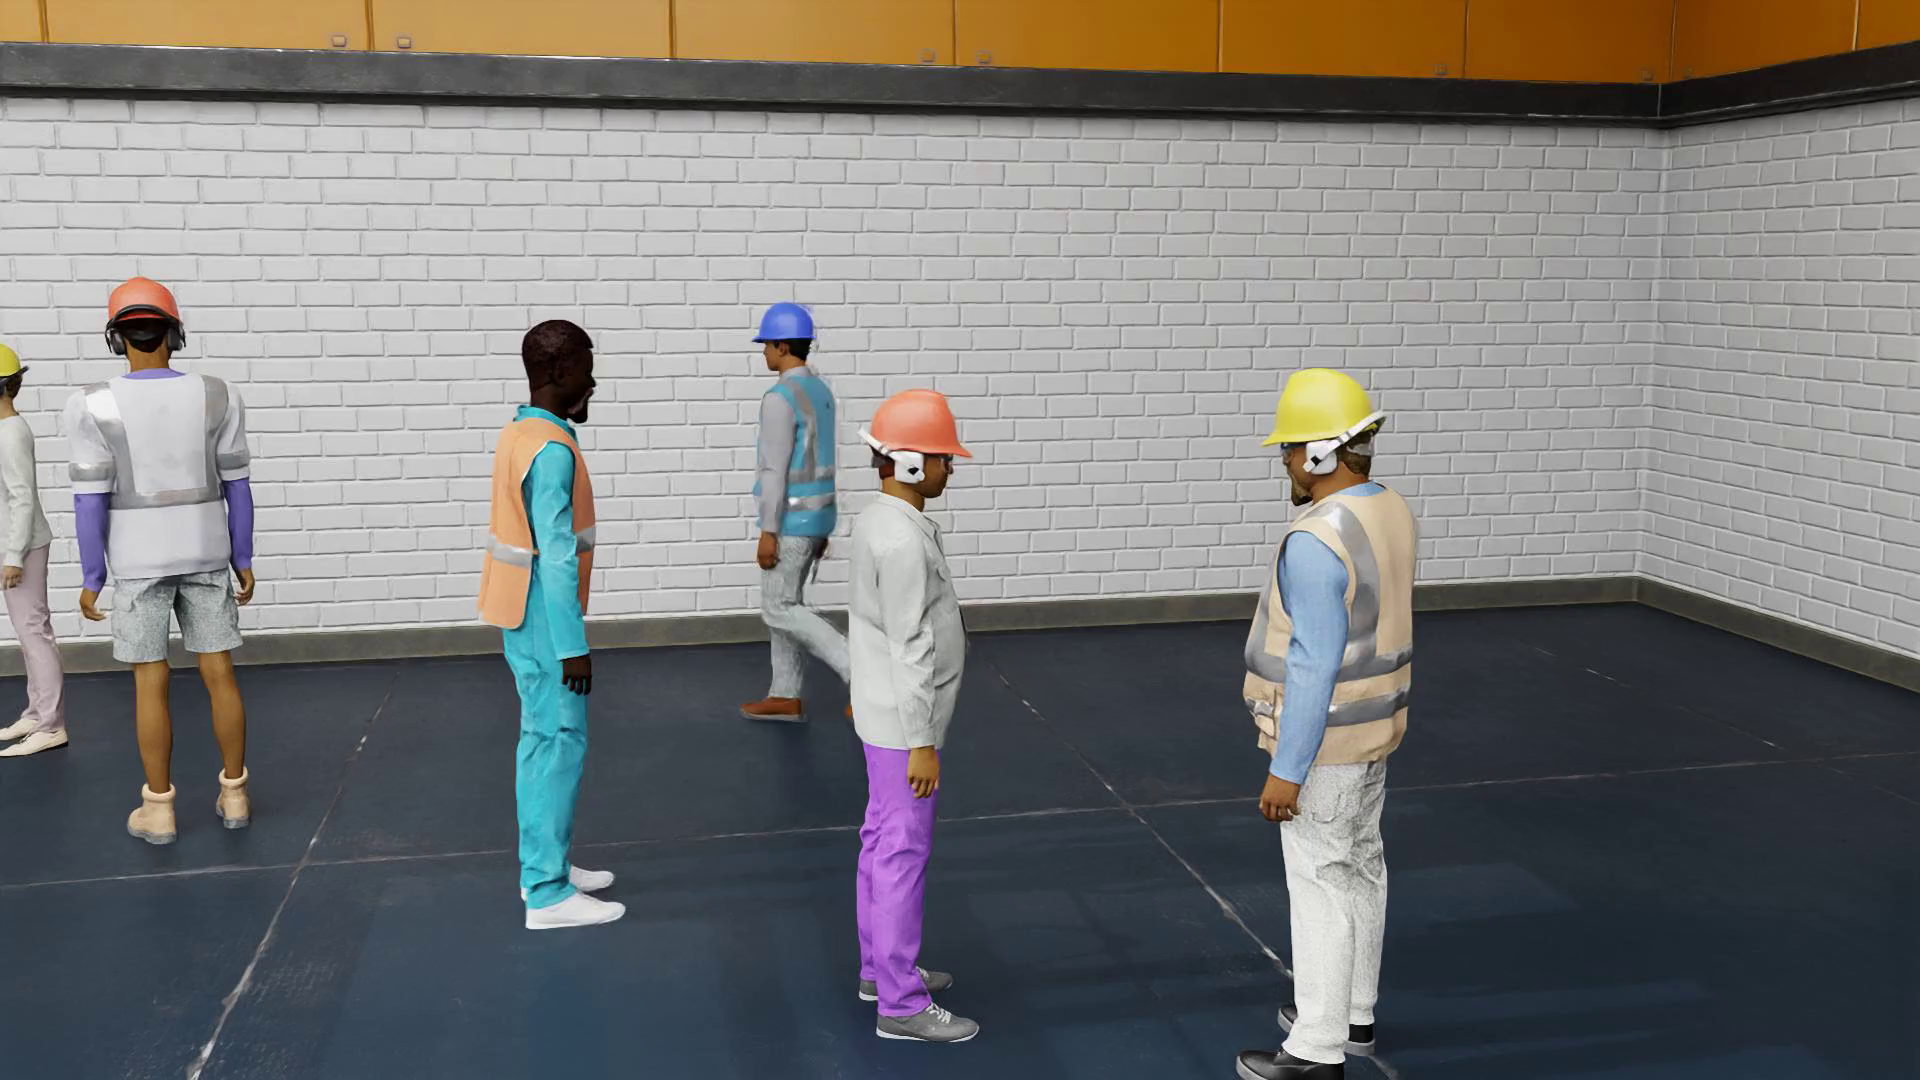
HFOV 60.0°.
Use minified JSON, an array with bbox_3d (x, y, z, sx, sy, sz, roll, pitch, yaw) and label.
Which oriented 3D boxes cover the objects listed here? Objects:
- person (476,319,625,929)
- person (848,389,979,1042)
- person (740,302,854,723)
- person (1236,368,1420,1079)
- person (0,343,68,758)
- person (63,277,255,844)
[{"bbox_3d":[-1.308,0.266,5.262,0.412,1.909,0.597,-4,10,-23],"label":"person"},{"bbox_3d":[-0.131,0.466,4.515,0.329,1.750,0.560,-2,9,-11],"label":"person"},{"bbox_3d":[-0.674,-0.095,7.412,0.658,1.921,0.610,2,10,13],"label":"person"},{"bbox_3d":[0.915,0.482,4.194,0.403,1.826,0.589,6,11,33],"label":"person"},{"bbox_3d":[-4.048,0.036,7.090,0.318,1.769,0.522,-6,11,-33],"label":"person"},{"bbox_3d":[-2.877,0.077,6.027,0.605,2.034,0.392,-7,12,-38],"label":"person"}]
